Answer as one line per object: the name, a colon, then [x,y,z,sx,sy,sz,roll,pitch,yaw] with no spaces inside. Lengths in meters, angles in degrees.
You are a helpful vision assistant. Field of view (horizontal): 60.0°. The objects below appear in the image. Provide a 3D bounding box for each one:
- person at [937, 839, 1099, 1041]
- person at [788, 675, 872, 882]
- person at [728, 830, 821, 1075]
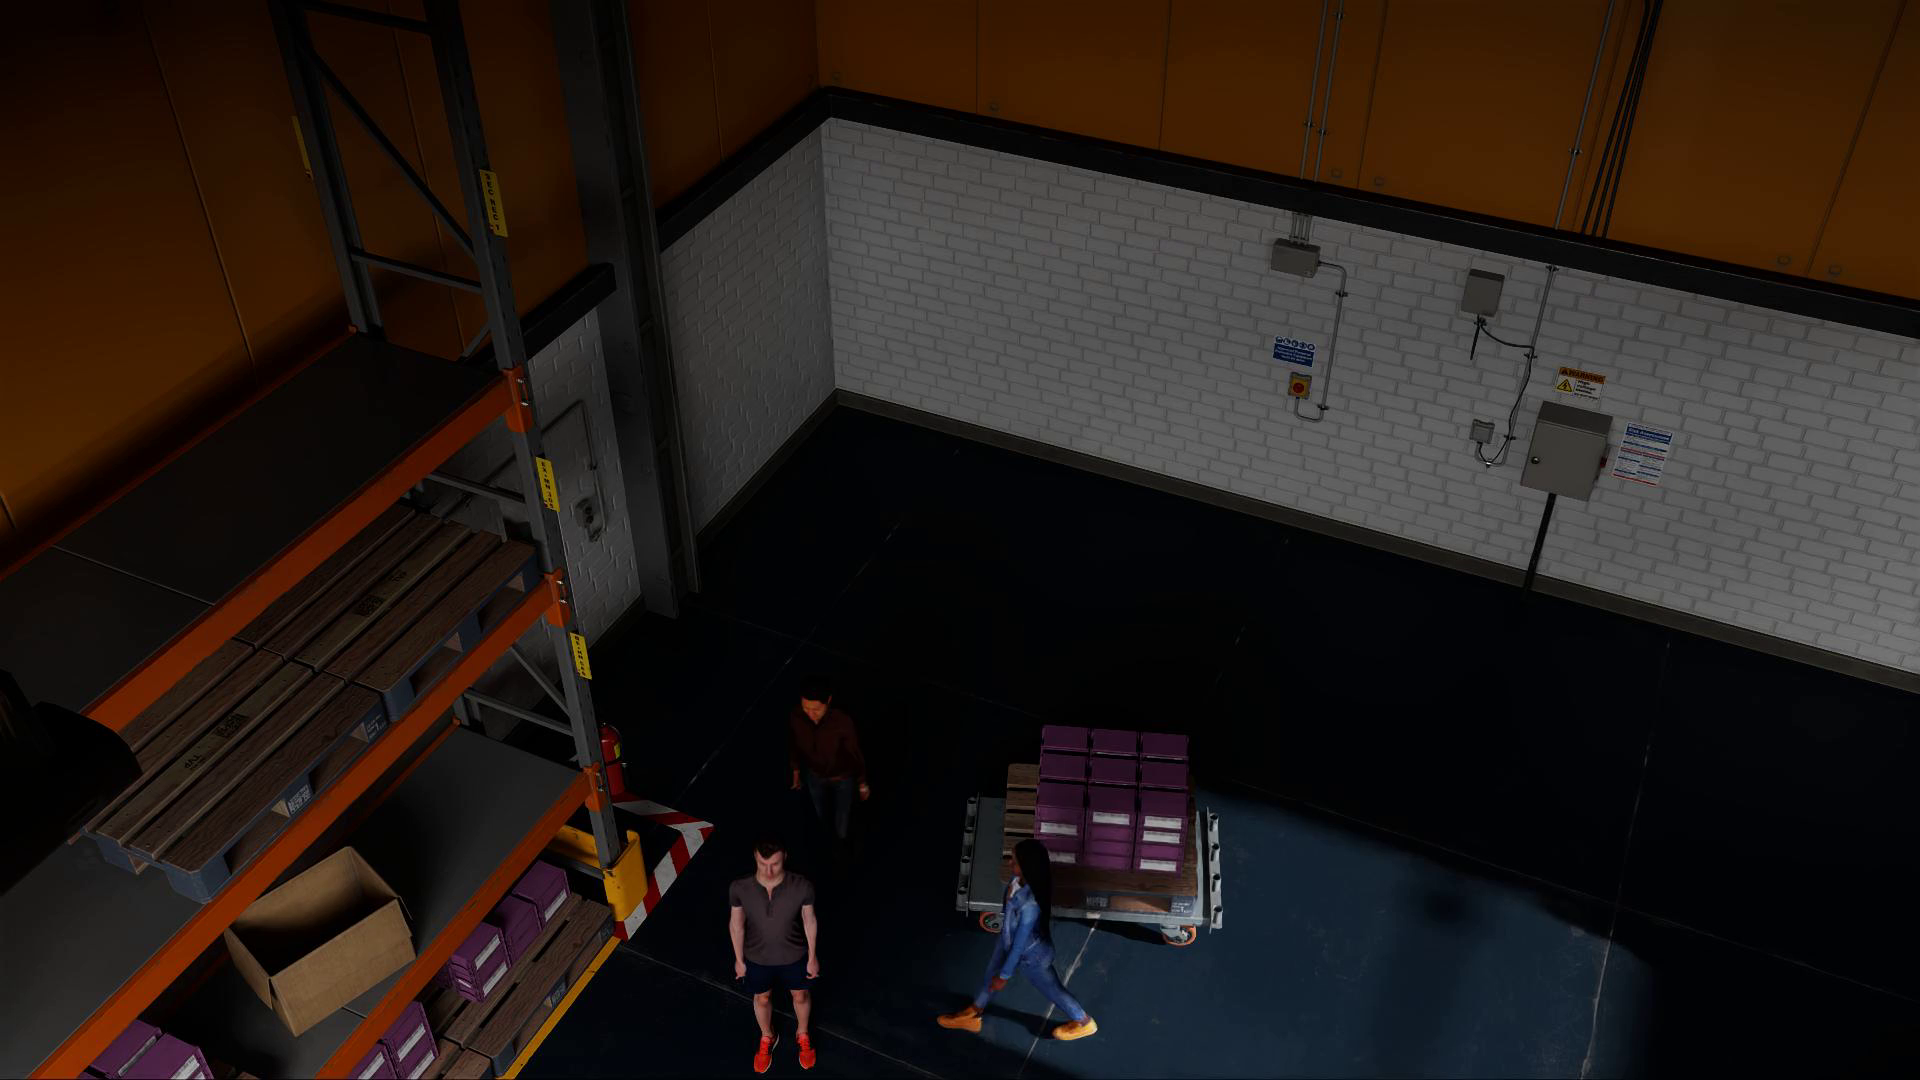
person: [0.481,2.339,9.432,1.031,1.663,1.205,0,39,-1]
person: [-0.775,1.432,10.488,0.681,1.760,0.676,15,41,18]
person: [-1.024,2.299,9.327,0.725,1.856,0.717,-2,39,-3]
